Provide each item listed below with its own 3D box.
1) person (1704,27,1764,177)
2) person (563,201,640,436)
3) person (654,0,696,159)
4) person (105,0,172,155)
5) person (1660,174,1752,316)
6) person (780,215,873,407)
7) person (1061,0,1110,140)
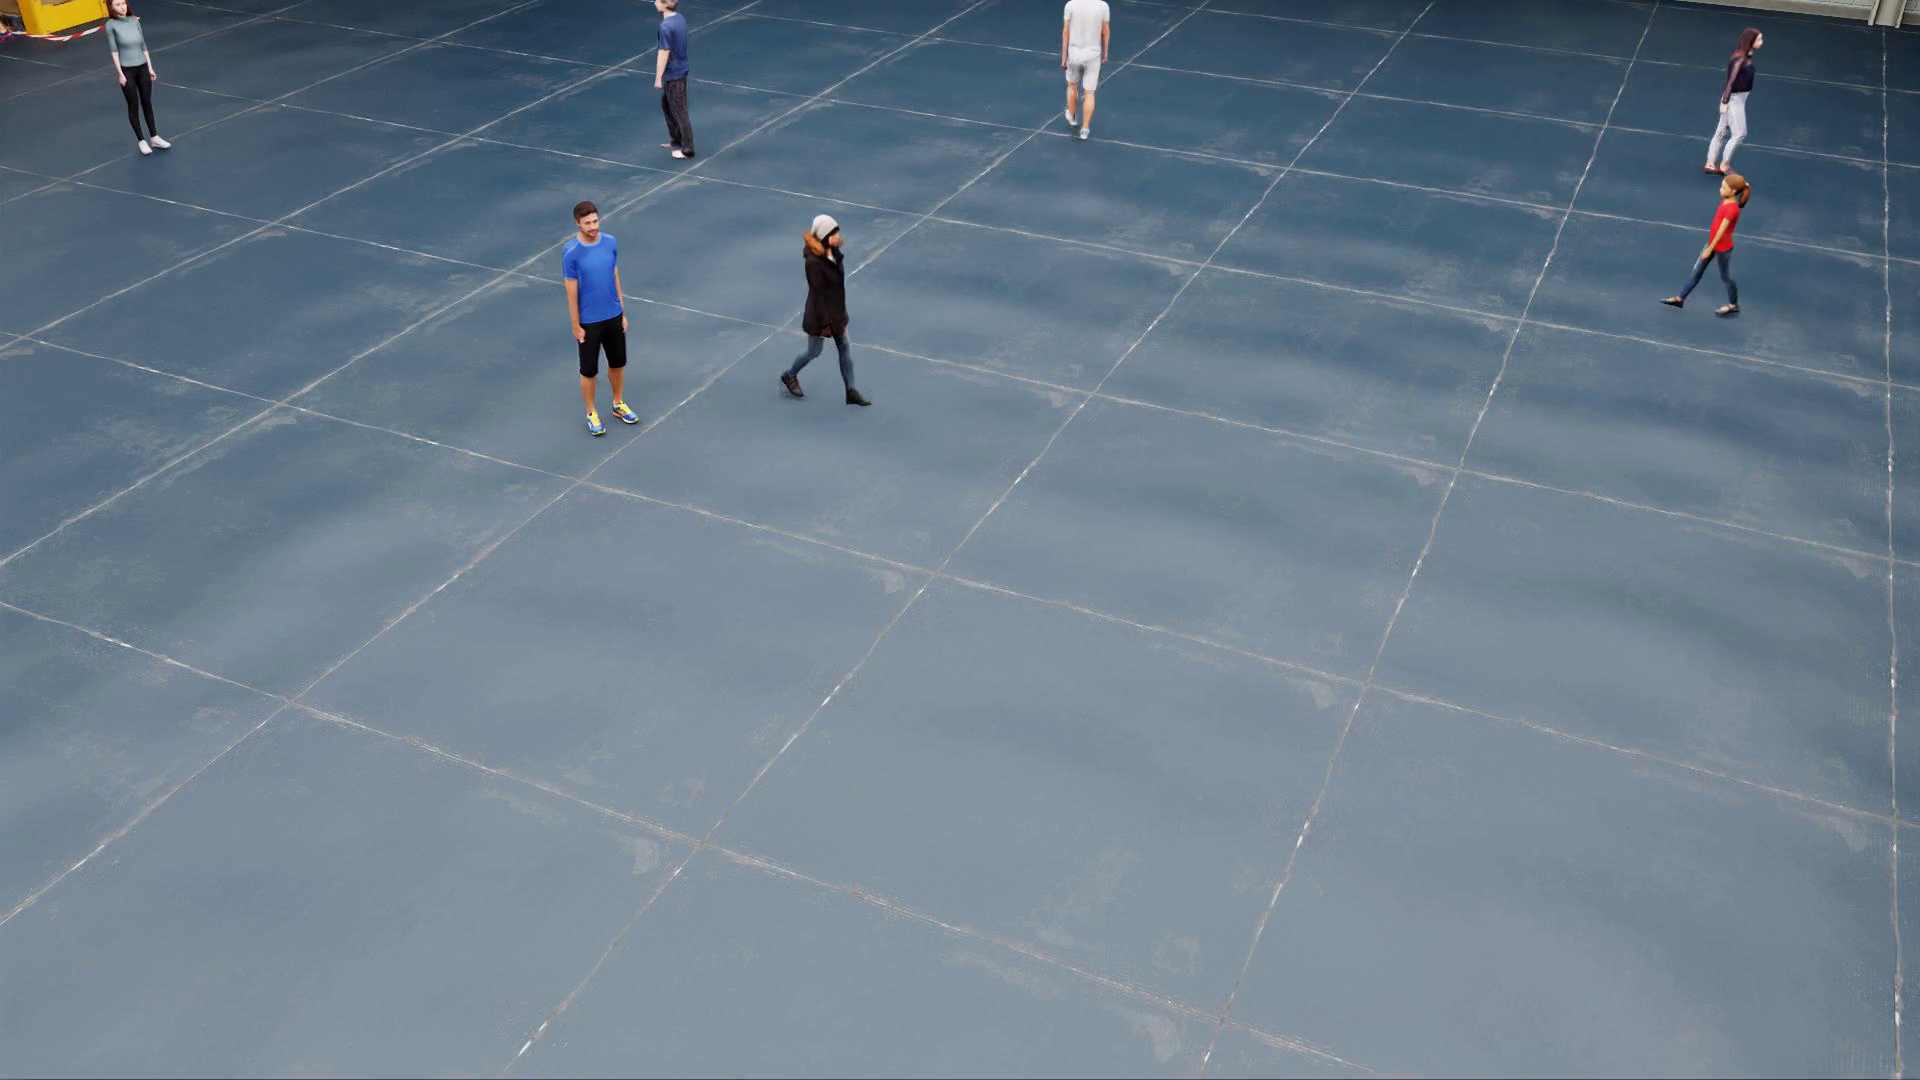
[{"bbox_3d":[8.223,-4.677,17.807,0.655,1.597,0.651,19,37,27],"label":"person"},{"bbox_3d":[-2.808,-1.744,12.904,0.699,1.868,0.697,-23,39,-32],"label":"person"},{"bbox_3d":[-3.050,-5.103,18.234,0.779,1.860,0.756,6,33,10],"label":"person"},{"bbox_3d":[-9.186,-5.198,18.496,0.598,1.742,0.619,22,38,30],"label":"person"},{"bbox_3d":[6.832,-2.596,14.805,0.950,1.279,0.665,4,32,6],"label":"person"},{"bbox_3d":[-1.144,-1.814,13.257,1.041,1.609,0.652,17,36,24],"label":"person"},{"bbox_3d":[1.413,-5.457,18.826,1.053,1.829,1.019,0,32,-1],"label":"person"}]
